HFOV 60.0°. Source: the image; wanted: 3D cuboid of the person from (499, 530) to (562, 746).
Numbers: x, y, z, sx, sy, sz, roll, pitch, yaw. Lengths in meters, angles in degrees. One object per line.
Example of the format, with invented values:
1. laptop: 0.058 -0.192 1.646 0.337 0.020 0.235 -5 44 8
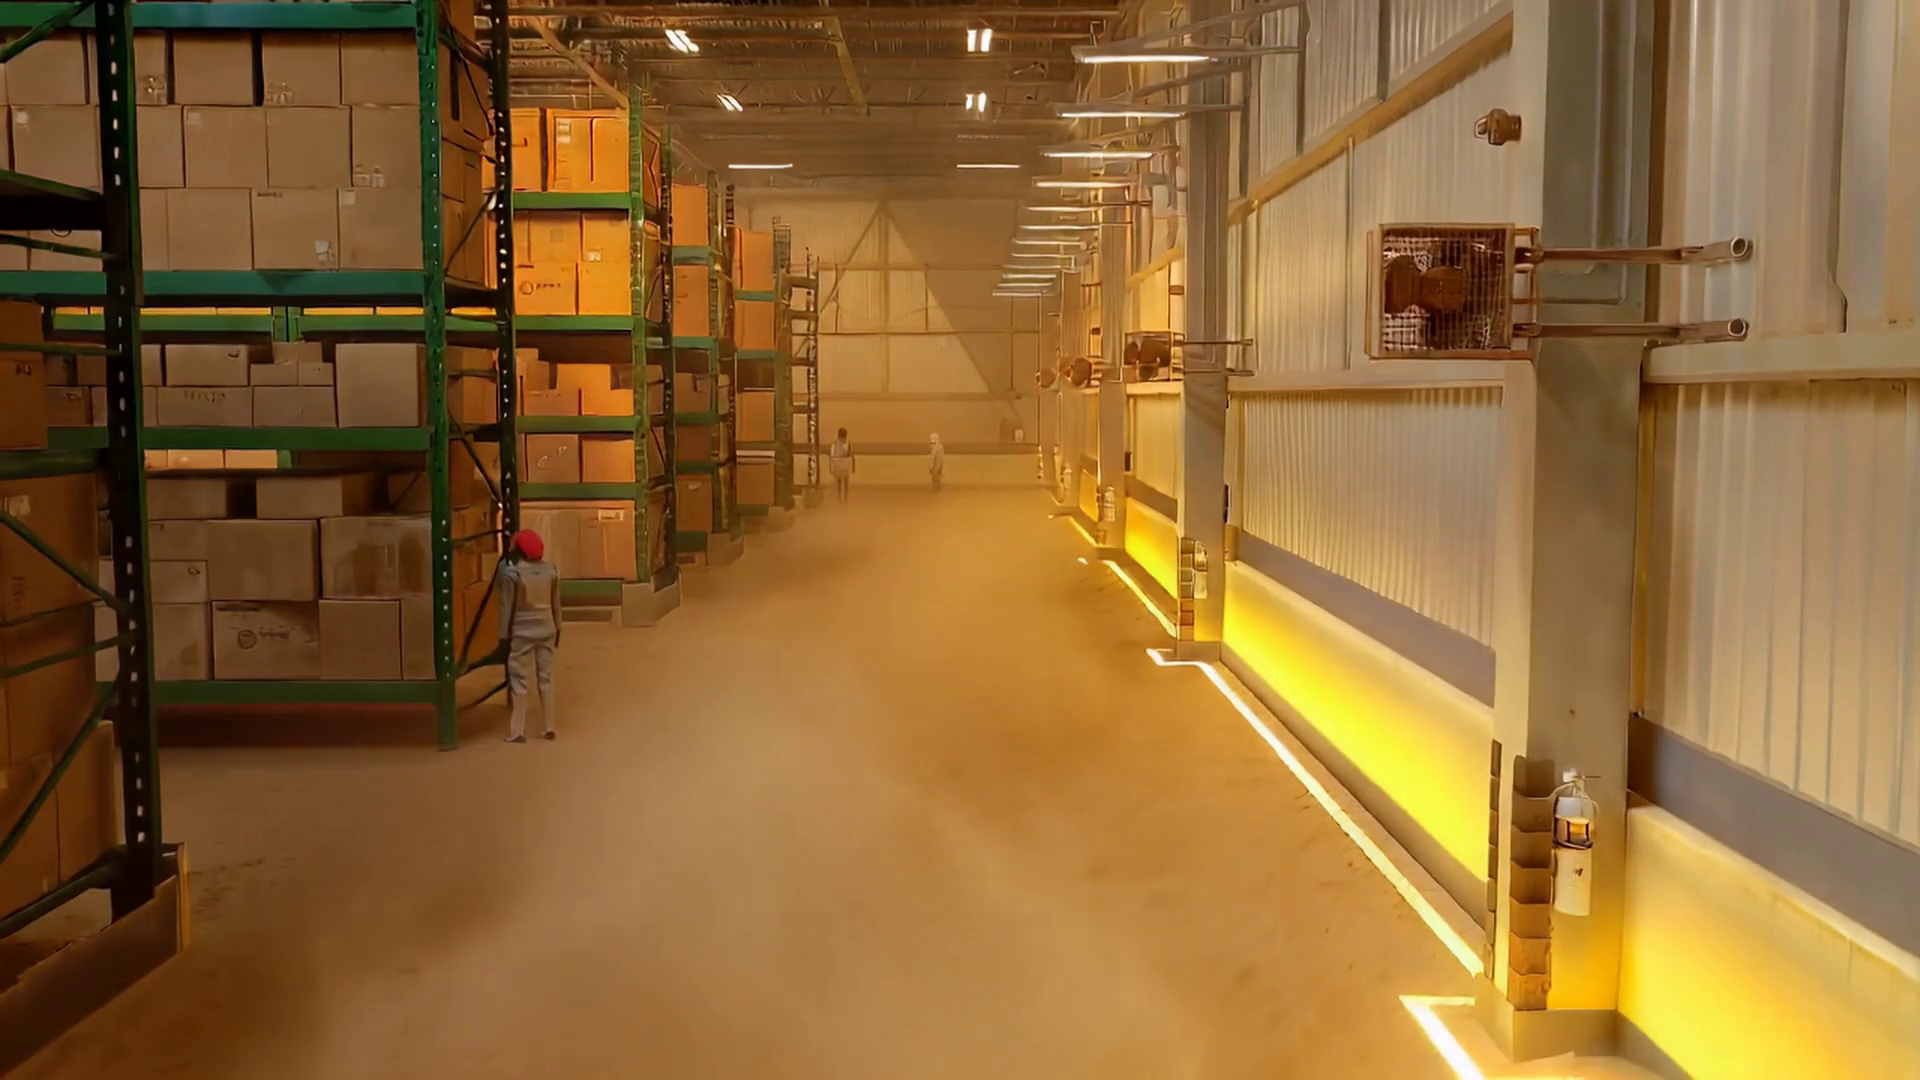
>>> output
1. person: -3.231 0.734 12.565 0.312 1.631 0.525 5 7 44

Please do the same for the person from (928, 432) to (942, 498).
1. person: -0.637 -1.967 43.484 0.345 1.729 0.664 1 5 12

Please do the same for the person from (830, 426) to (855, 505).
1. person: -2.849 -1.795 40.335 0.597 1.918 0.707 0 5 0
